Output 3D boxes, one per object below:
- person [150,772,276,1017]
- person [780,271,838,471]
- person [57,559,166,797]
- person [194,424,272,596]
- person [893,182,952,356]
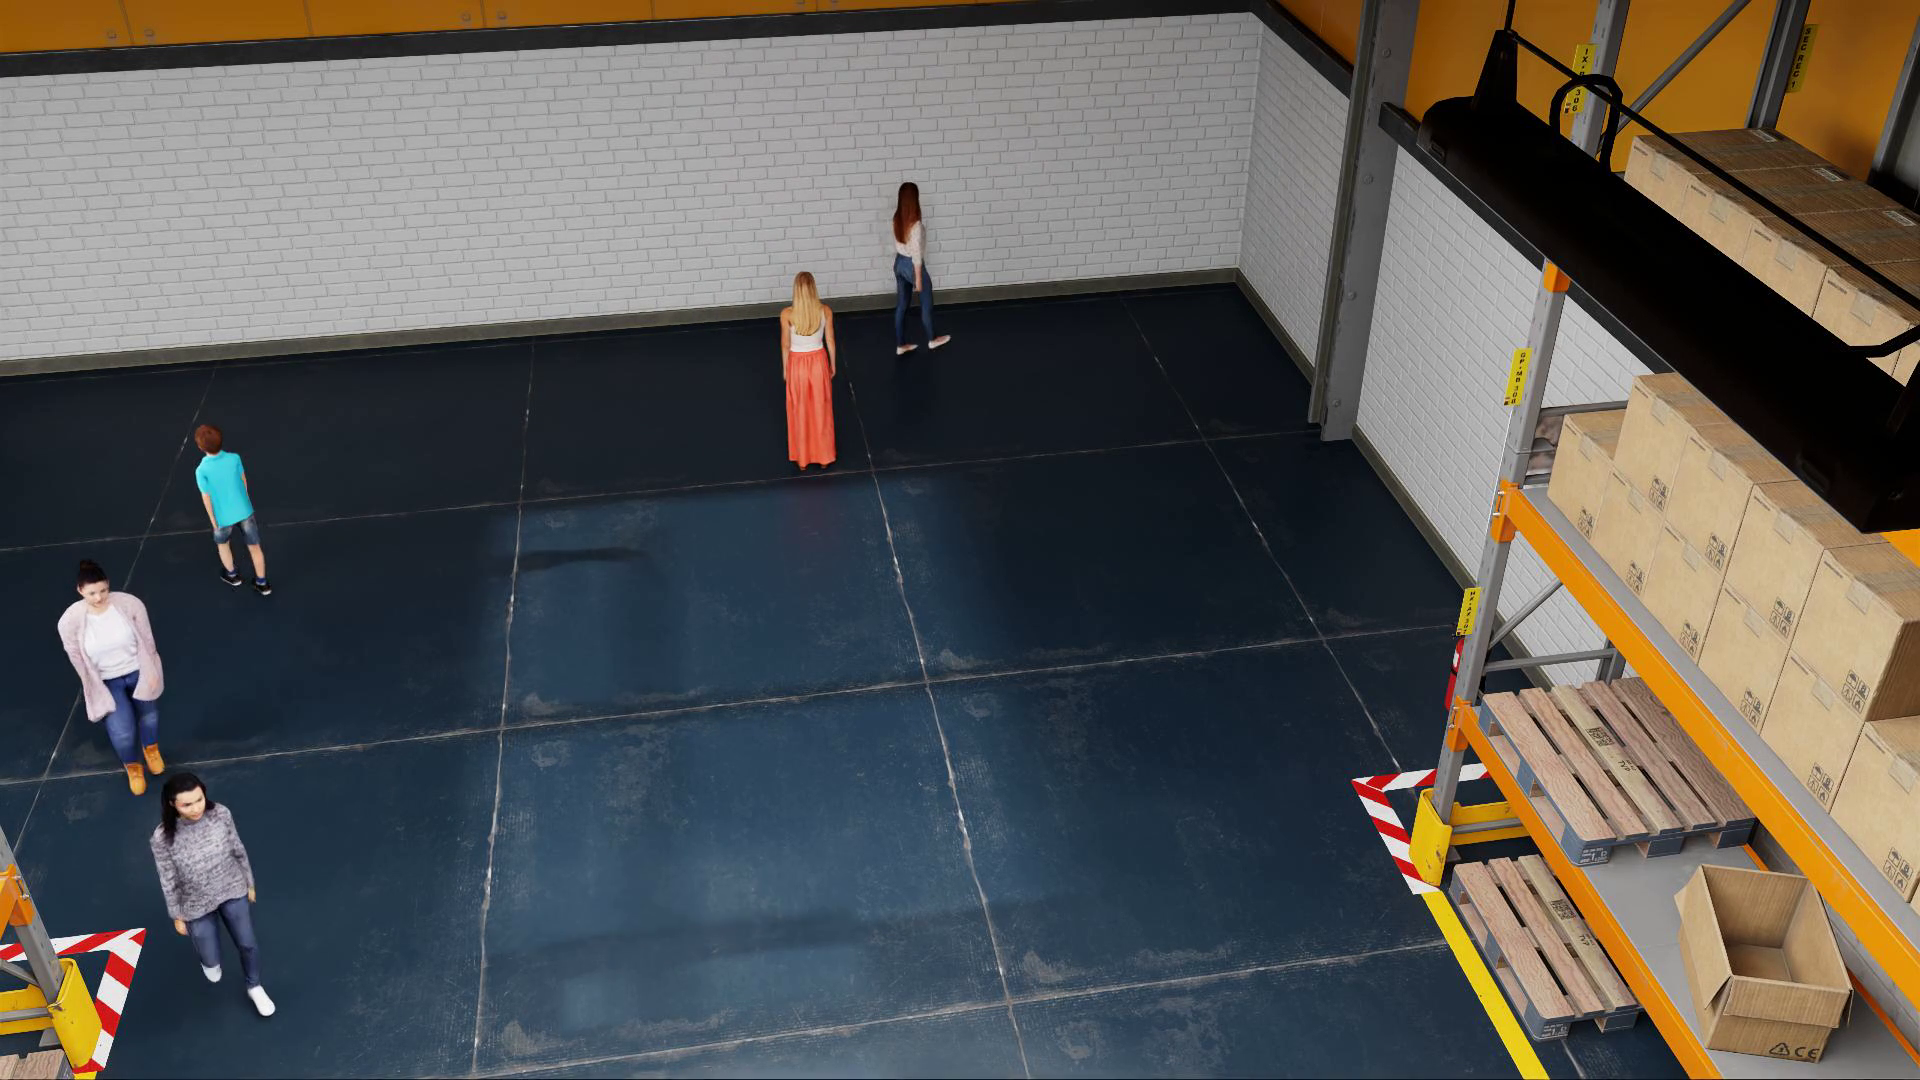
[{"bbox_3d":[-4.132,1.908,9.133,0.823,1.717,0.915,-25,41,-33],"label":"person"},{"bbox_3d":[-1.278,-1.425,14.071,0.599,1.801,0.551,-5,34,-8],"label":"person"},{"bbox_3d":[-5.450,0.805,10.784,0.807,1.727,0.835,-21,39,-28],"label":"person"},{"bbox_3d":[-5.473,-0.198,12.559,0.718,1.431,0.822,-25,41,-33],"label":"person"},{"bbox_3d":[-0.534,-2.547,15.836,0.884,1.717,0.874,-24,41,-32],"label":"person"}]
